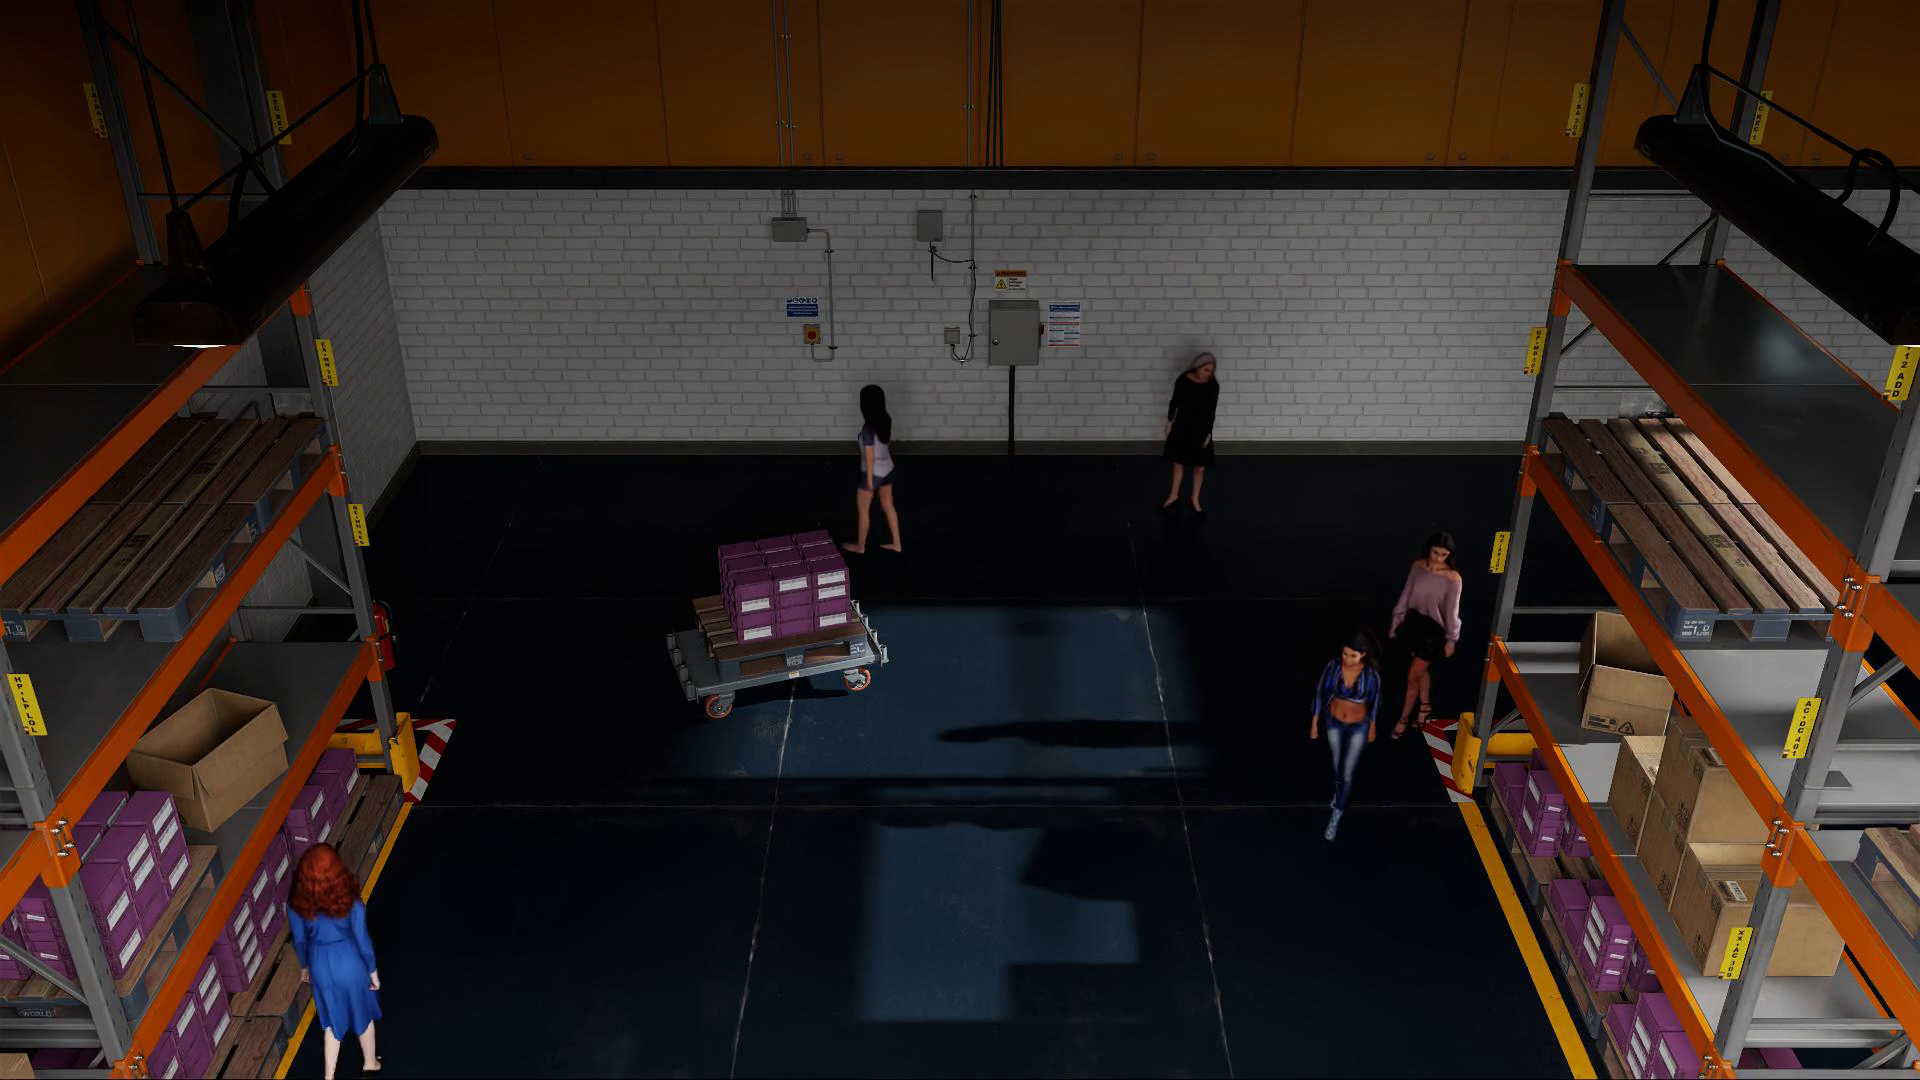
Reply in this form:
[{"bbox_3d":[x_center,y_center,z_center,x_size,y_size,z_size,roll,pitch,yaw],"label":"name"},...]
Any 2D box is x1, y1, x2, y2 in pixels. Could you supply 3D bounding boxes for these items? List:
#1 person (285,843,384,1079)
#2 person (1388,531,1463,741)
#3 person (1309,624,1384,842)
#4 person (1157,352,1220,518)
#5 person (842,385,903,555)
[{"bbox_3d":[-3.516,2.513,9.342,0.630,1.814,0.899,1,29,2],"label":"person"},{"bbox_3d":[3.631,0.697,12.699,0.921,1.787,0.856,-19,34,-31],"label":"person"},{"bbox_3d":[2.771,1.283,11.826,0.891,1.596,1.021,14,32,24],"label":"person"},{"bbox_3d":[2.153,-1.017,15.907,0.808,1.724,0.745,17,33,28],"label":"person"},{"bbox_3d":[-0.727,-0.620,15.205,0.834,1.700,0.821,12,31,21],"label":"person"}]
